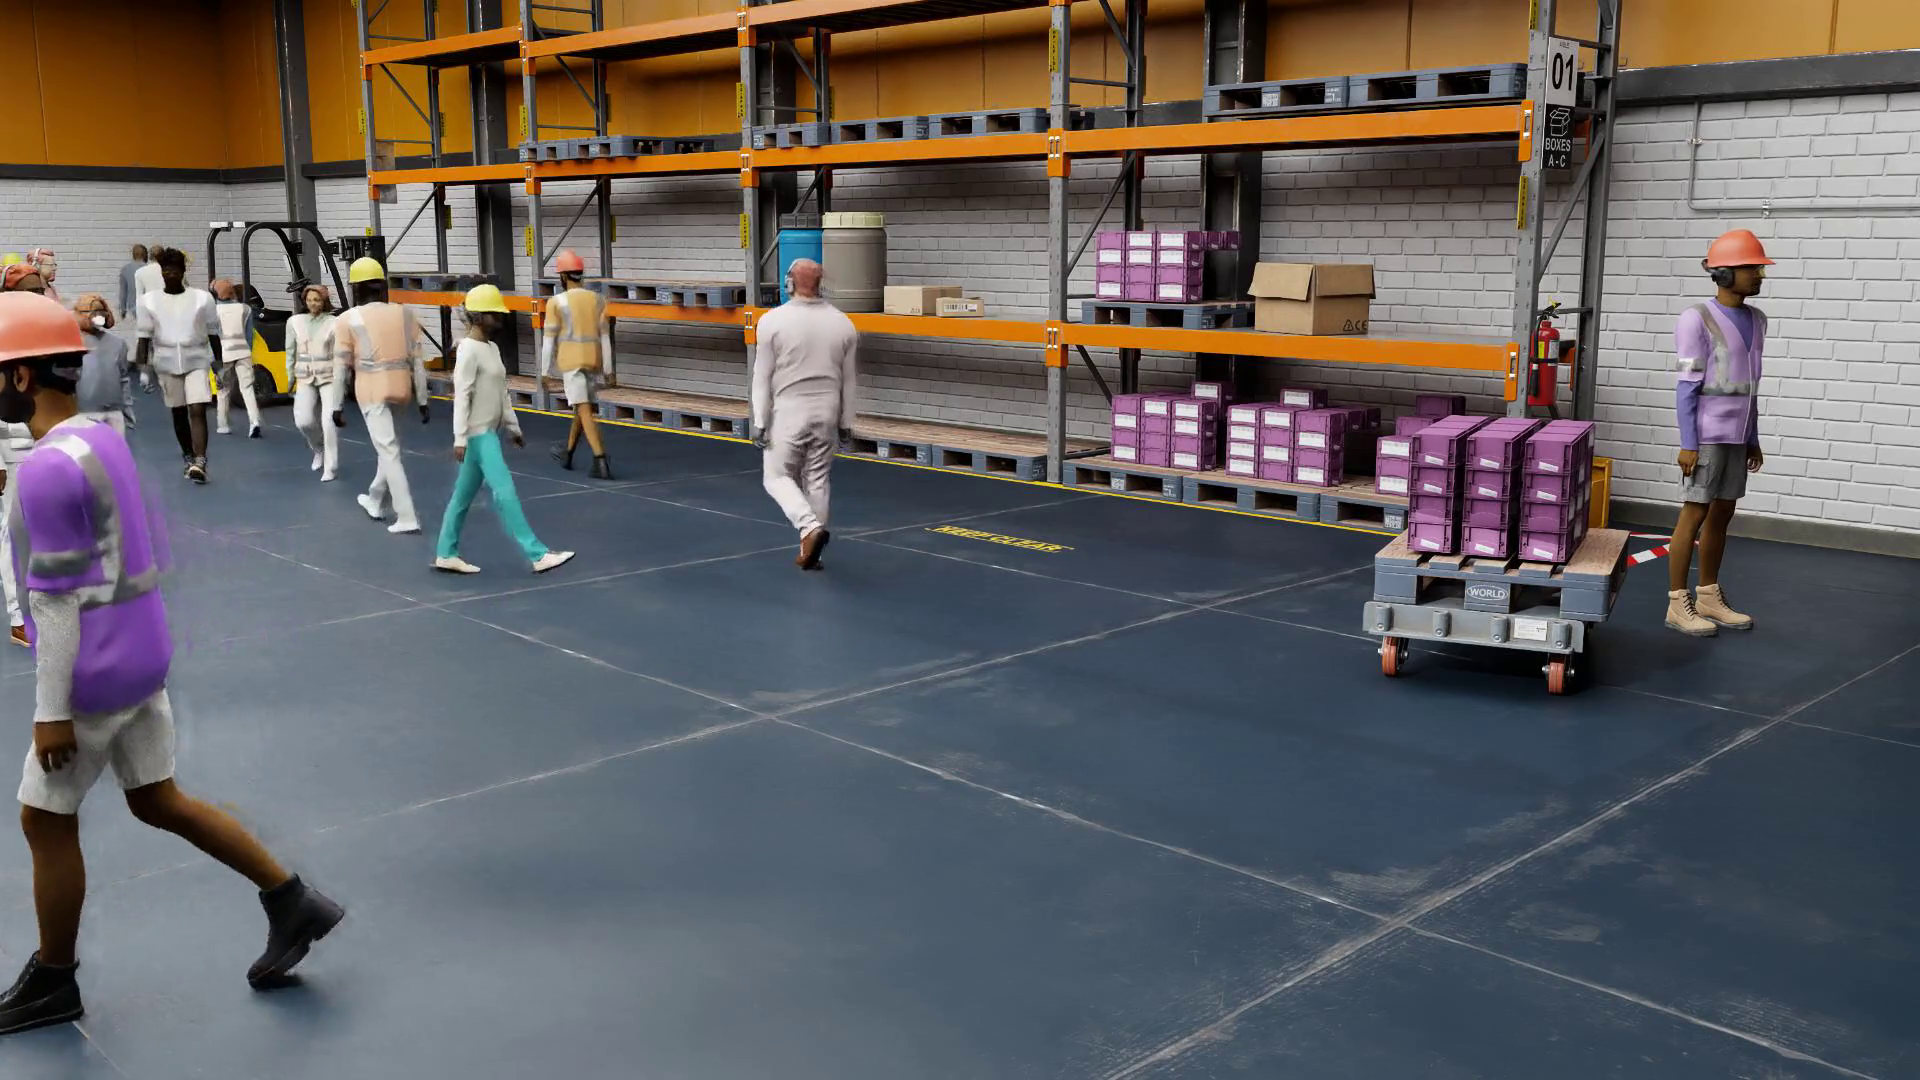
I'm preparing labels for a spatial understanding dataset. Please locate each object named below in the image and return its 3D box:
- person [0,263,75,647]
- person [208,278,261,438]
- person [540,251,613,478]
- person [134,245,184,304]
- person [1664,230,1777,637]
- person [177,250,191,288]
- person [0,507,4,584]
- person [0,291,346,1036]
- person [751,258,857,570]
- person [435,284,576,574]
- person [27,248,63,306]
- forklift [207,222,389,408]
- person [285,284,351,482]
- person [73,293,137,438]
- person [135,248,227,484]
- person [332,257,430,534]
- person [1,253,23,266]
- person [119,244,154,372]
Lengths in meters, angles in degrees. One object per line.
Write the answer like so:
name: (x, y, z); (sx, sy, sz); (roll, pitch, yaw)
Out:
person: (-4.592, -0.420, 8.262); (0.354, 1.884, 0.576); (3, 11, 17)
person: (-7.307, -1.830, 16.726); (0.500, 1.594, 0.846); (-8, 13, -39)
person: (-3.248, -1.476, 14.017); (0.561, 1.877, 1.045); (-10, 14, -42)
person: (-11.232, -3.204, 23.451); (0.650, 1.883, 1.042); (-2, 11, -13)
person: (3.877, -0.539, 8.465); (0.607, 2.048, 0.368); (-6, 12, -31)
person: (-12.217, -3.623, 26.028); (0.623, 1.786, 0.407); (10, 14, 43)
person: (-5.517, -0.576, 9.560); (0.371, 1.723, 0.511); (4, 11, 21)
person: (-2.110, 0.316, 4.249); (0.907, 1.900, 0.551); (-3, 11, -15)
person: (-0.905, -0.720, 9.880); (0.666, 1.889, 0.581); (-7, 12, -32)
person: (-2.741, -0.635, 9.834); (0.895, 1.720, 0.535); (0, 10, 0)
person: (-8.146, -1.640, 14.863); (0.402, 1.904, 0.652); (-3, 11, -18)
forklift: (-8.169, -2.758, 20.163); (2.313, 2.155, 1.214); (-10, 14, -44)
person: (-5.295, -1.301, 13.755); (0.535, 1.622, 0.412); (0, 10, -2)
person: (-5.861, -0.858, 11.334); (0.285, 1.633, 0.497); (6, 12, 29)
person: (-6.353, -1.407, 13.556); (0.639, 1.912, 0.993); (-4, 11, -18)
person: (-4.018, -0.997, 11.455); (1.018, 1.863, 0.595); (9, 14, 40)
person: (-12.842, -2.982, 22.535); (0.955, 1.785, 0.602); (-1, 10, -5)
person: (-12.275, -3.468, 24.888); (0.650, 1.899, 0.965); (3, 11, 16)
